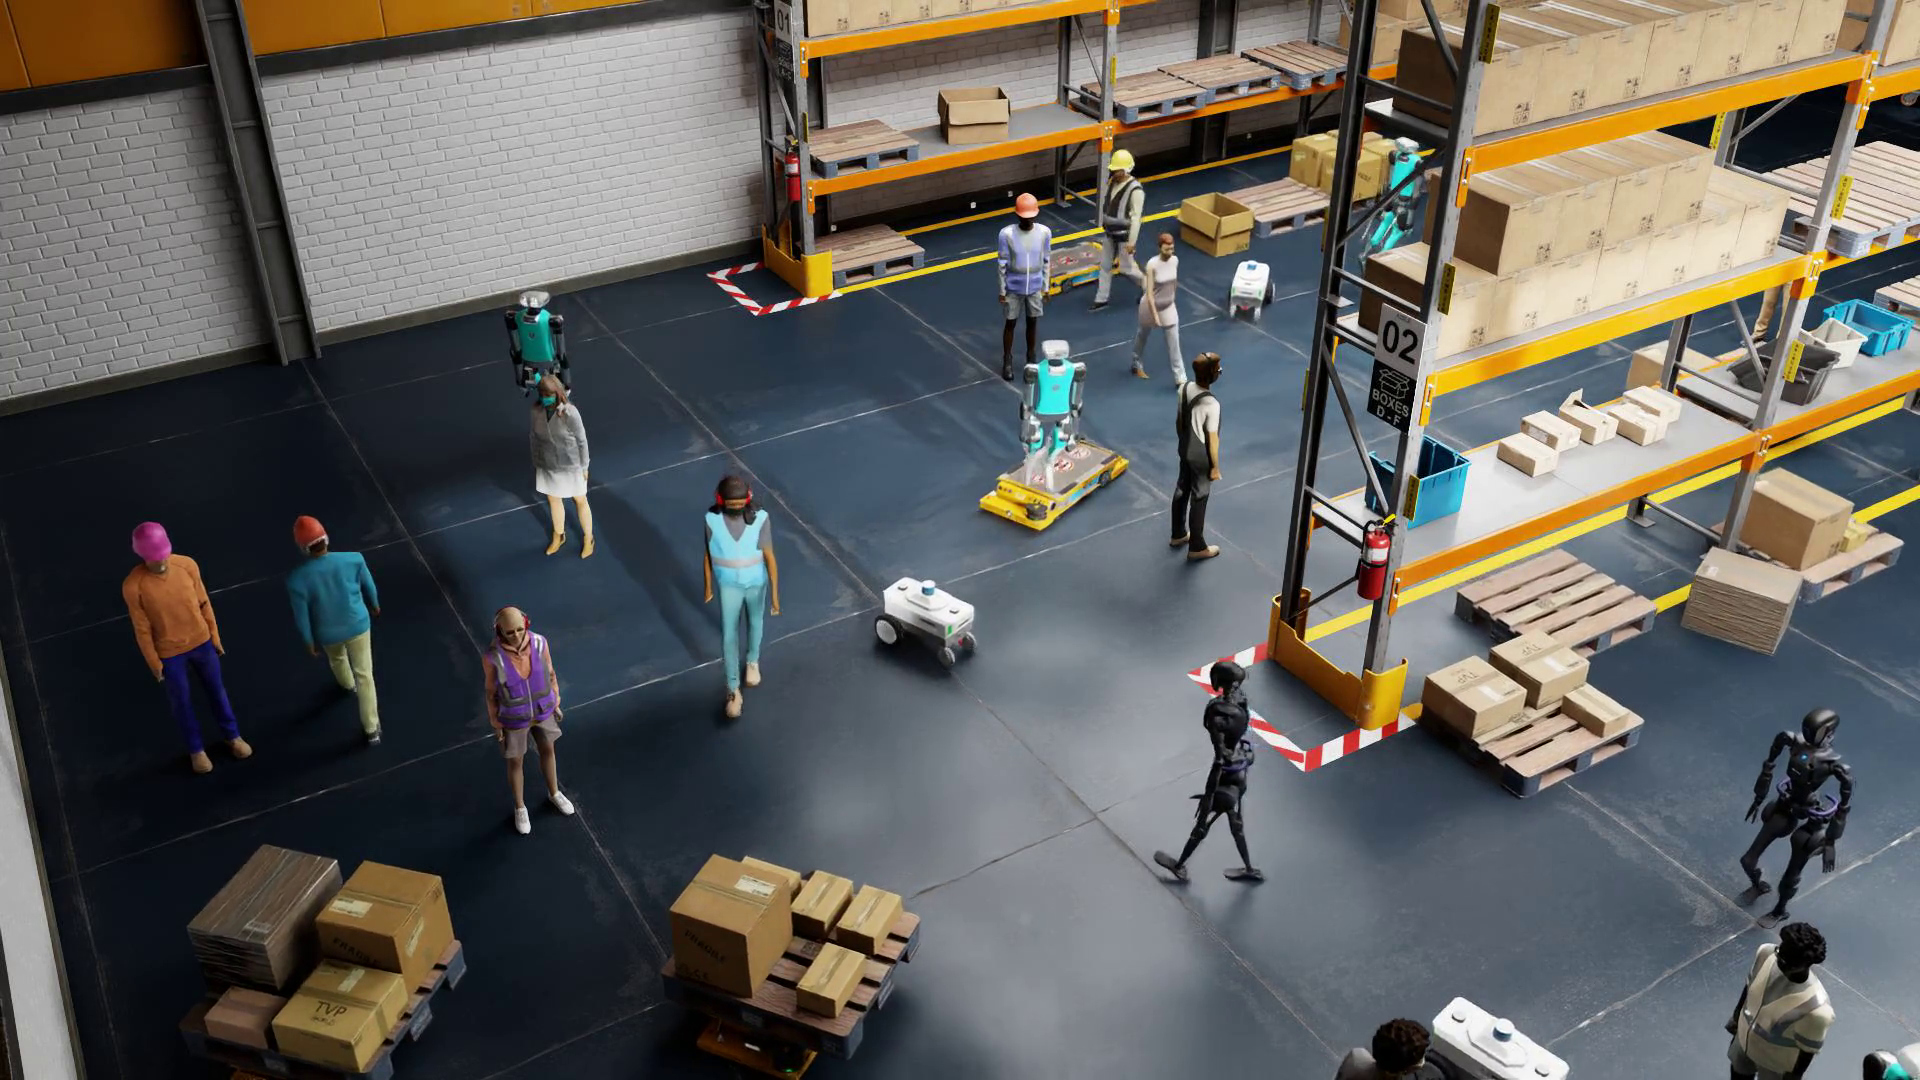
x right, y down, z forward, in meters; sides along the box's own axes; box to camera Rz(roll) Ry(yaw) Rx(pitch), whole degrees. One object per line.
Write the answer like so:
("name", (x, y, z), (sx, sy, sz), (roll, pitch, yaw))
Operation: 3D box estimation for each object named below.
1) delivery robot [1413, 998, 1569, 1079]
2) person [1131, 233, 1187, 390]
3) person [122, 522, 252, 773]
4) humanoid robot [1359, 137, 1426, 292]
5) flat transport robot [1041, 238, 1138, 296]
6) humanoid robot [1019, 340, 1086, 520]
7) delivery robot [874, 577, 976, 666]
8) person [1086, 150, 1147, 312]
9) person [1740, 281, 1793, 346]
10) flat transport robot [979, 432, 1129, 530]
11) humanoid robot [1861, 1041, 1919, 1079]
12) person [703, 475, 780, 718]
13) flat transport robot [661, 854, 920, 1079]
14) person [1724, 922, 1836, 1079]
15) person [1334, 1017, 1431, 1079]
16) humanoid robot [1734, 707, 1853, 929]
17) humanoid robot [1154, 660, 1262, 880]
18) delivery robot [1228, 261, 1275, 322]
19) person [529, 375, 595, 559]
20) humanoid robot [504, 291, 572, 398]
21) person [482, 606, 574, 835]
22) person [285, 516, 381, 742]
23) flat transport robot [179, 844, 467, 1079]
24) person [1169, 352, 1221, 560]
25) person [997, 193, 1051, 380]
("delivery robot", (2.941, 2.885, 9.227), (0.508, 0.609, 0.781), (-27, 41, -36))
("person", (2.011, -2.246, 16.389), (0.431, 1.606, 0.868), (-16, 35, -23))
("person", (-5.306, 0.720, 11.340), (0.512, 1.974, 0.406), (-27, 41, -36))
("humanoid robot", (4.654, -3.476, 18.318), (0.738, 1.861, 0.550), (-16, 36, -24))
("flat transport robot", (1.286, -3.121, 19.061), (1.431, 0.231, 0.659), (-20, 37, -29))
("humanoid robot", (0.736, -0.981, 14.277), (0.535, 1.792, 0.756), (-4, 32, -6))
("delivery robot", (-0.243, 0.586, 12.874), (0.777, 0.587, 0.499), (23, 39, 32))
("person", (1.769, -3.339, 17.964), (0.724, 1.813, 0.608), (-17, 36, -25))
("person", (8.480, -2.741, 17.056), (0.340, 1.751, 0.562), (-18, 36, -27))
("flat transport robot", (0.864, -0.548, 14.957), (0.659, 0.231, 1.431), (22, 38, 31))
("humanoid robot", (4.088, 3.170, 7.745), (0.815, 1.885, 0.572), (-15, 35, -22))
("person", (-1.576, 0.398, 11.966), (0.529, 1.835, 0.834), (-5, 32, -8))
("flat transport robot", (-0.937, 2.580, 9.969), (0.659, 0.231, 1.431), (13, 34, 20))
("person", (4.166, 2.614, 8.578), (0.319, 1.691, 0.535), (-7, 33, -11))
("person", (1.885, 2.946, 7.876), (0.487, 1.874, 0.623), (-11, 34, -16))
("humanoid robot", (5.070, 1.692, 10.065), (0.340, 1.646, 0.611), (-17, 36, -25))
("humanoid robot", (1.634, 1.463, 10.446), (0.695, 1.627, 0.599), (12, 34, 19))
("delivery robot", (3.179, -2.767, 18.235), (0.499, 0.602, 0.801), (8, 33, 13))
("person", (-3.299, -0.601, 13.729), (0.496, 1.660, 0.336), (7, 33, 10))
("humanoid robot", (-3.732, -1.514, 15.107), (0.550, 1.731, 1.009), (4, 32, 6))
("person", (-2.848, 1.150, 10.908), (0.477, 1.693, 0.349), (-20, 37, -29))
("person", (-4.421, 0.559, 11.843), (0.562, 1.690, 0.939), (-12, 34, -18))
("flat transport robot", (-3.637, 2.818, 9.589), (0.659, 0.231, 1.431), (9, 33, 13))
("person", (1.967, -0.701, 13.718), (0.346, 1.846, 0.503), (-17, 36, -25))
("person", (0.642, -2.518, 16.530), (0.542, 1.939, 0.358), (-7, 33, -11))
